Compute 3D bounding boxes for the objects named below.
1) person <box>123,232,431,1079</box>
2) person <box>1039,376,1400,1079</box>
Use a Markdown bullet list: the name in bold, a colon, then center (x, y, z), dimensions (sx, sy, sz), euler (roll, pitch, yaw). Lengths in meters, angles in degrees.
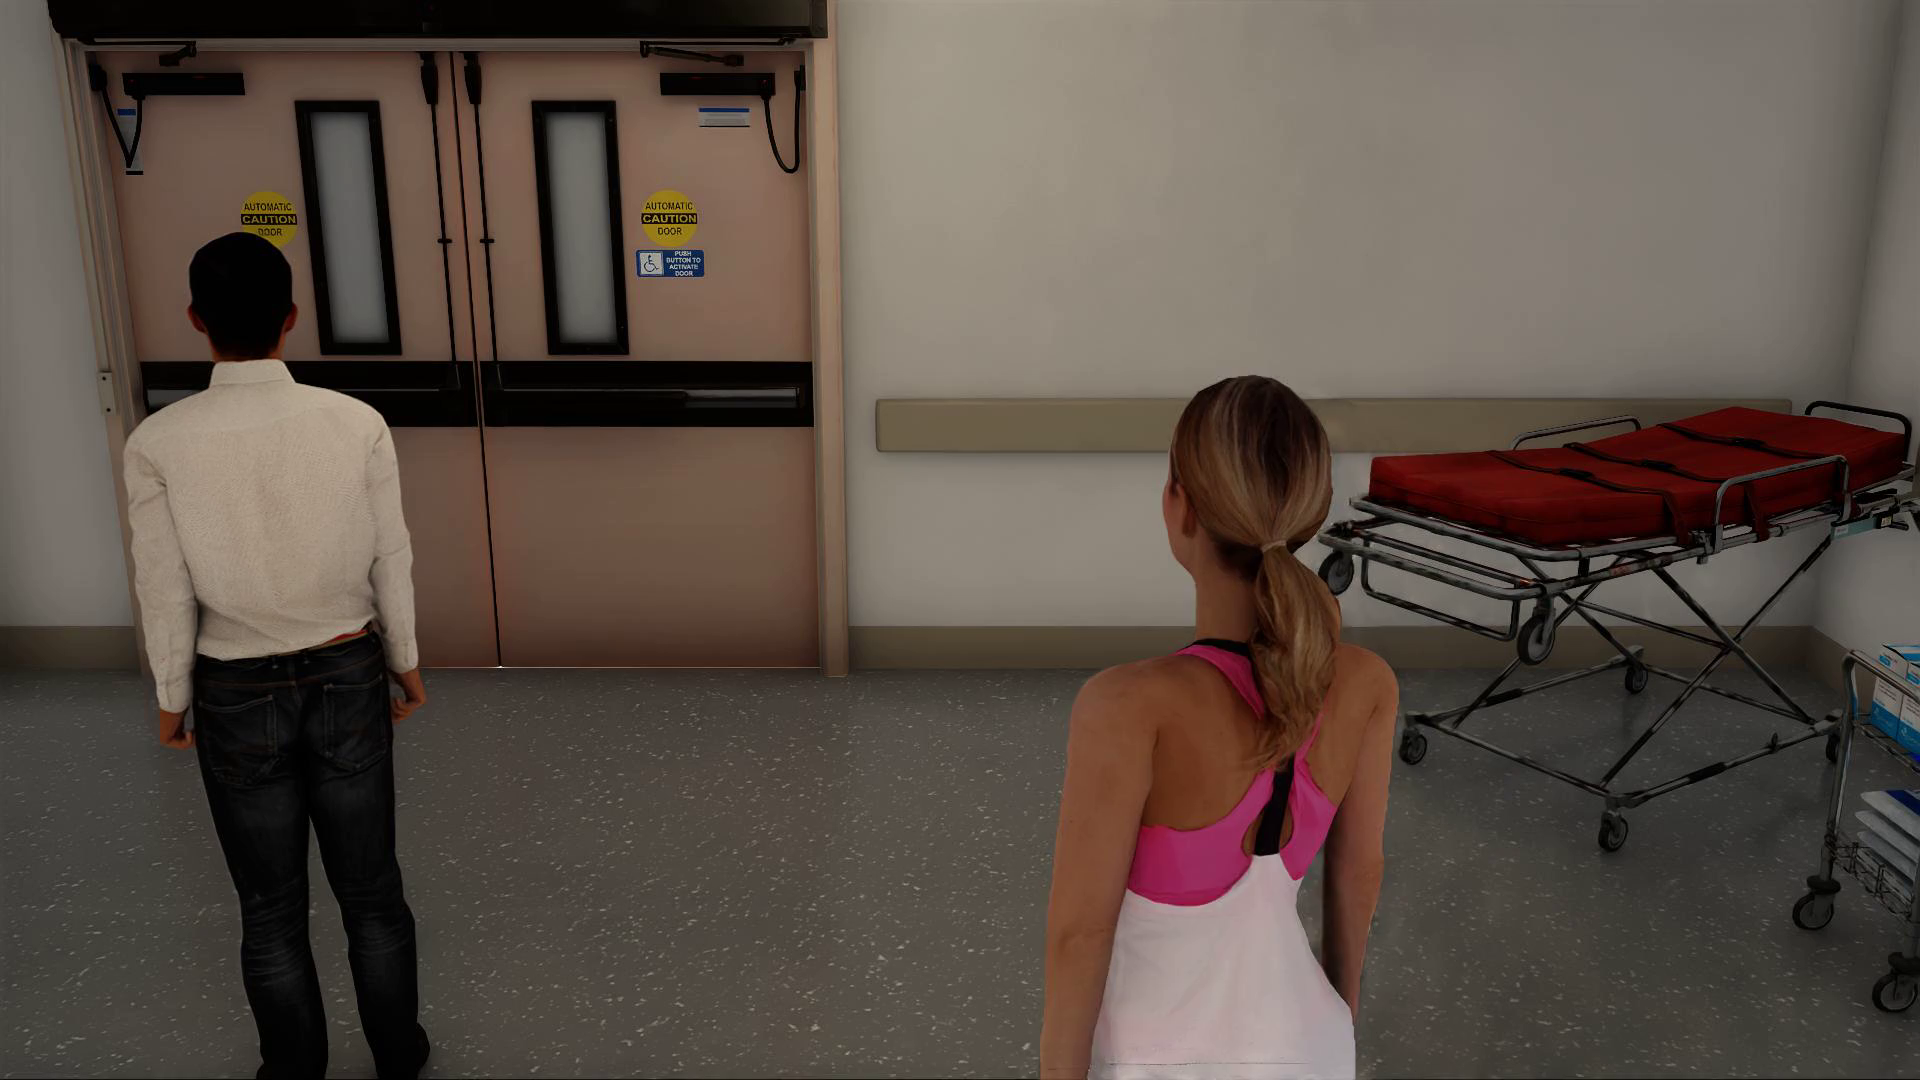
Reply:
- **person**: center (-1.318, 0.307, 3.287), dimensions (0.743, 1.811, 0.720), euler (-8, 17, -26)
- **person**: center (0.325, 0.718, 1.901), dimensions (0.784, 1.773, 0.866), euler (-8, 17, -25)
